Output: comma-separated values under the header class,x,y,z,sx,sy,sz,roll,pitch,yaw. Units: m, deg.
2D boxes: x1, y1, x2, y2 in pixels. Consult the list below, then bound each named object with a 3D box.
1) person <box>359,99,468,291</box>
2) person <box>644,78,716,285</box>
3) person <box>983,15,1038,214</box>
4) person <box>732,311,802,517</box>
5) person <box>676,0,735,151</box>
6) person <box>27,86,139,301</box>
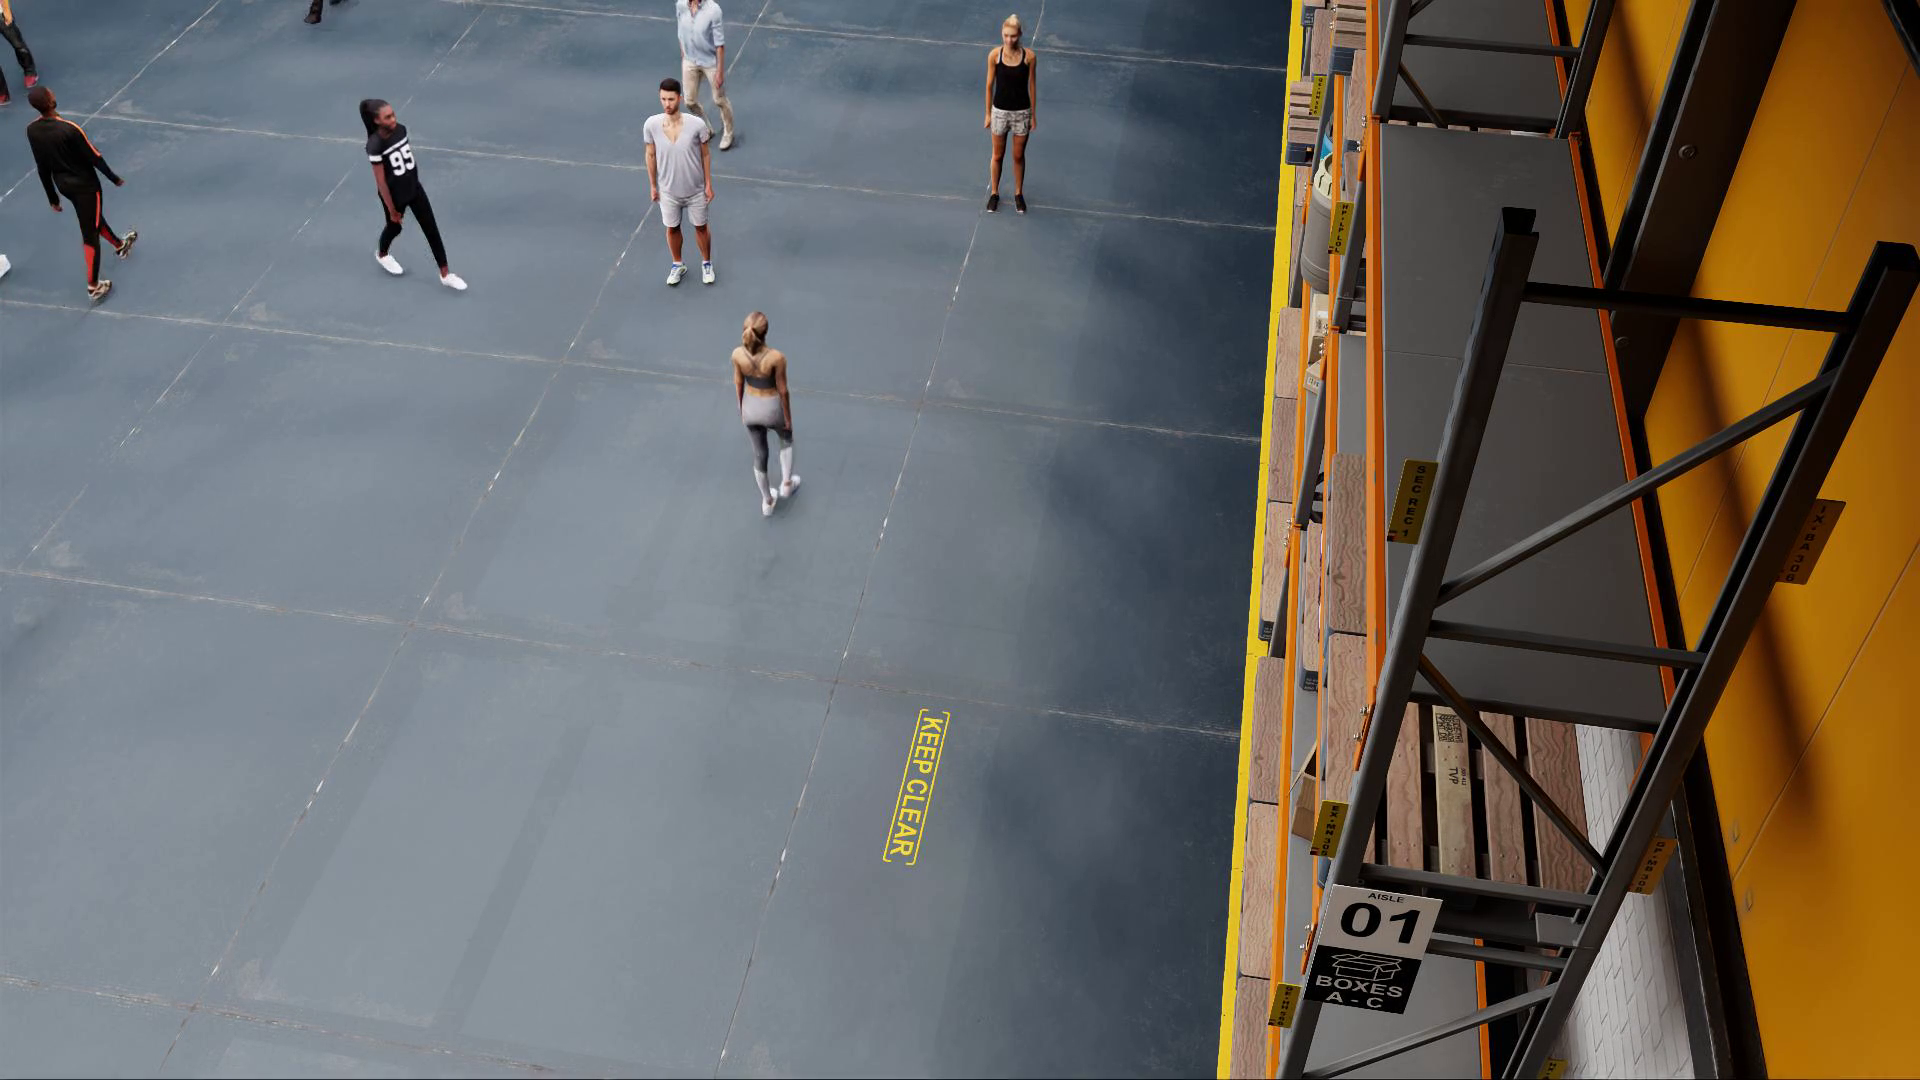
class,x,y,z,sx,sy,sz,roll,pitch,yaw
person,-4.727,-2.877,13.858,0.923,1.692,1.171,19,47,19
person,-2.315,-2.983,13.851,0.730,1.855,0.638,-1,44,-1
person,0.449,-3.779,14.695,0.646,1.845,0.559,2,44,2
person,-1.399,-0.840,11.722,0.585,1.690,0.647,4,44,4
person,-2.340,-4.455,15.424,0.763,1.817,0.797,15,46,15
person,-7.341,-2.850,13.777,0.616,1.765,1.149,7,44,8
